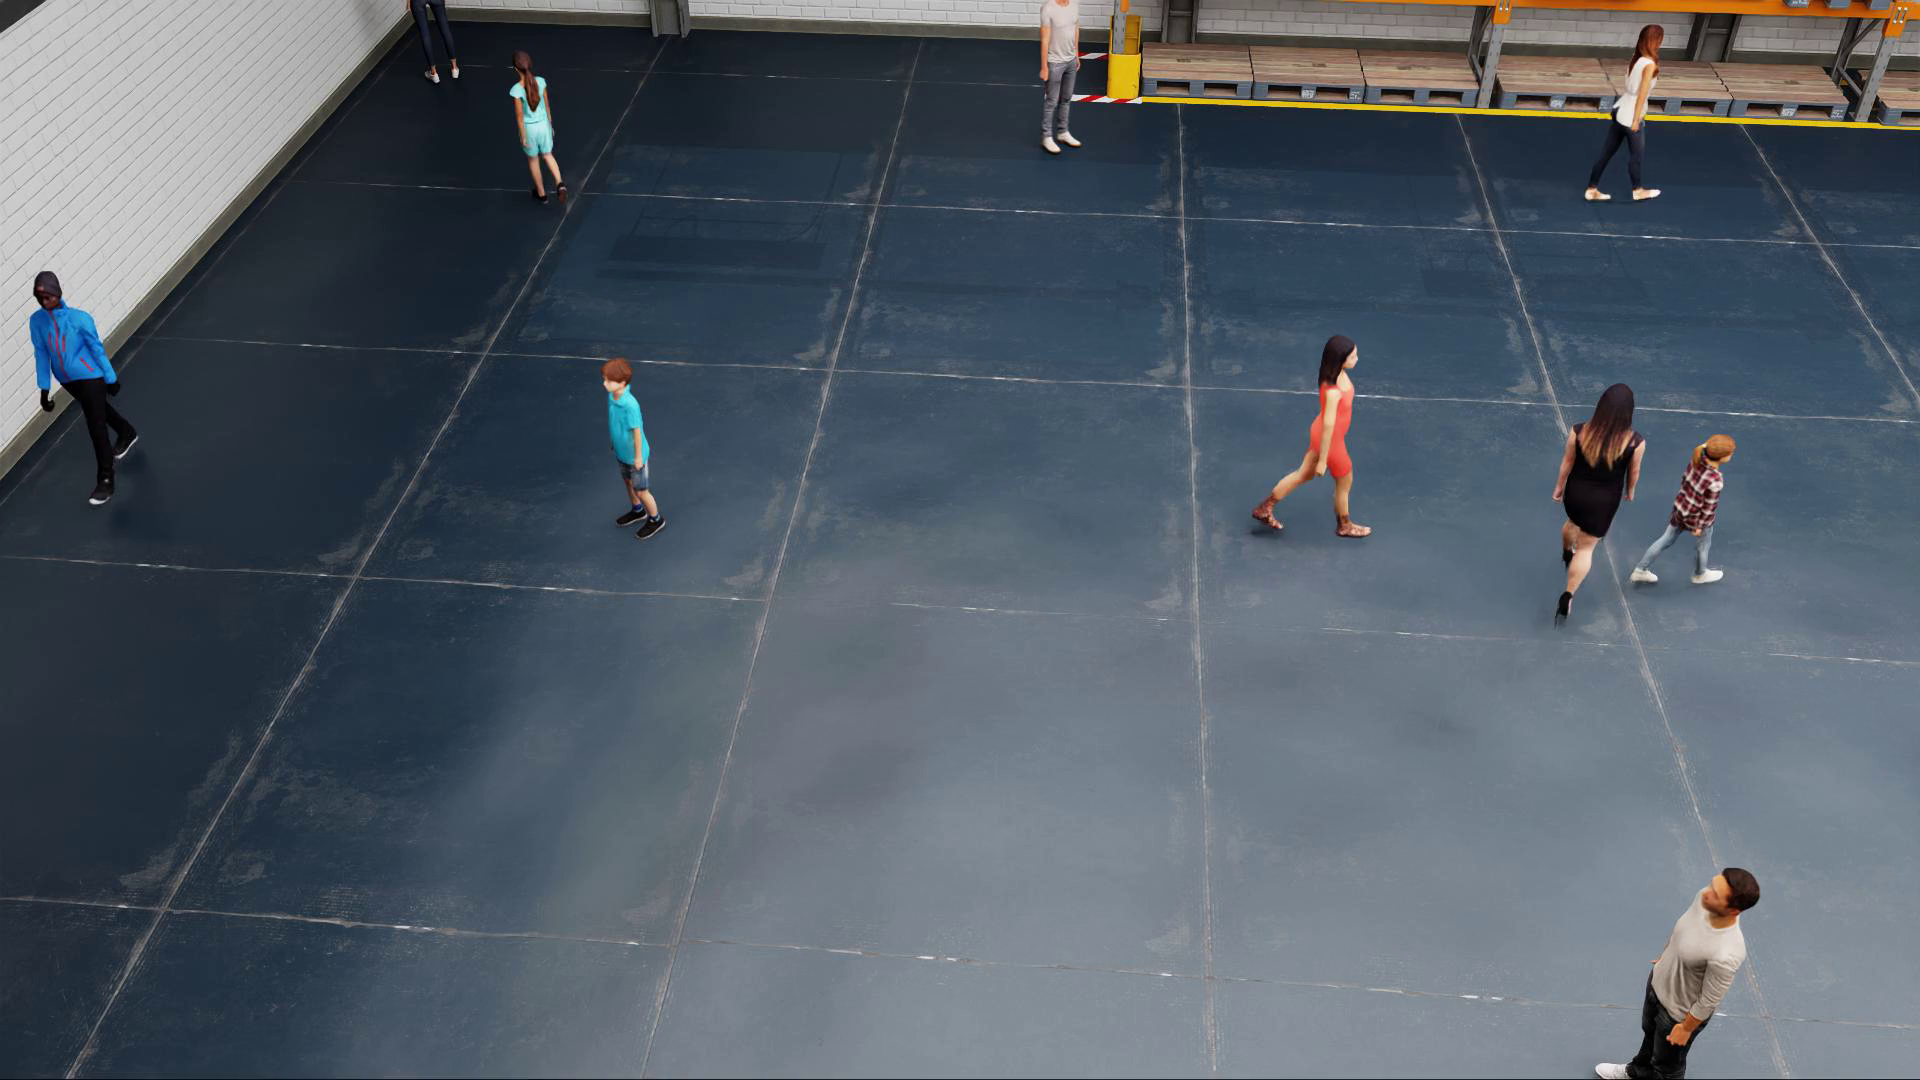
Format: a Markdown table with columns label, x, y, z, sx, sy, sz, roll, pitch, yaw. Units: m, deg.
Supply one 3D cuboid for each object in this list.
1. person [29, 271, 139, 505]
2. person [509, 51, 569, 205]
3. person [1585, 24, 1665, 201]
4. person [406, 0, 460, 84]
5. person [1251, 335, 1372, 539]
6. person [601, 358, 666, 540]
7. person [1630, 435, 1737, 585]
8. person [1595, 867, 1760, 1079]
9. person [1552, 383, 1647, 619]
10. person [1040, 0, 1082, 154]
| label | x | y | z | sx | sy | sz | roll | pitch | yaw |
| --- | --- | --- | --- | --- | --- | --- | --- | --- | --- |
| person | -6.506 | -1.237 | 12.405 | 1.116 | 1.739 | 0.672 | 3 | 39 | 4 |
| person | -4.025 | -3.905 | 15.900 | 0.838 | 1.548 | 0.896 | -27 | 46 | -30 |
| person | 6.307 | -4.047 | 15.905 | 0.969 | 1.763 | 0.712 | -3 | 39 | -3 |
| person | -5.846 | -5.928 | 18.224 | 0.632 | 1.809 | 0.733 | -20 | 43 | -23 |
| person | 2.511 | -0.696 | 11.774 | 1.088 | 1.681 | 0.594 | 2 | 39 | 3 |
| person | -2.350 | -0.679 | 11.939 | 0.677 | 1.448 | 0.617 | -27 | 46 | -30 |
| person | 4.992 | -0.185 | 11.457 | 0.953 | 1.279 | 0.703 | -7 | 39 | -9 |
| person | 3.509 | 2.199 | 8.045 | 0.531 | 1.812 | 0.640 | 4 | 39 | 5 |
| person | 4.240 | -0.224 | 11.188 | 1.094 | 1.675 | 1.000 | 20 | 43 | 24 |
| person | 1.000 | -4.869 | 16.834 | 0.752 | 1.887 | 0.801 | -30 | 48 | -32 |
